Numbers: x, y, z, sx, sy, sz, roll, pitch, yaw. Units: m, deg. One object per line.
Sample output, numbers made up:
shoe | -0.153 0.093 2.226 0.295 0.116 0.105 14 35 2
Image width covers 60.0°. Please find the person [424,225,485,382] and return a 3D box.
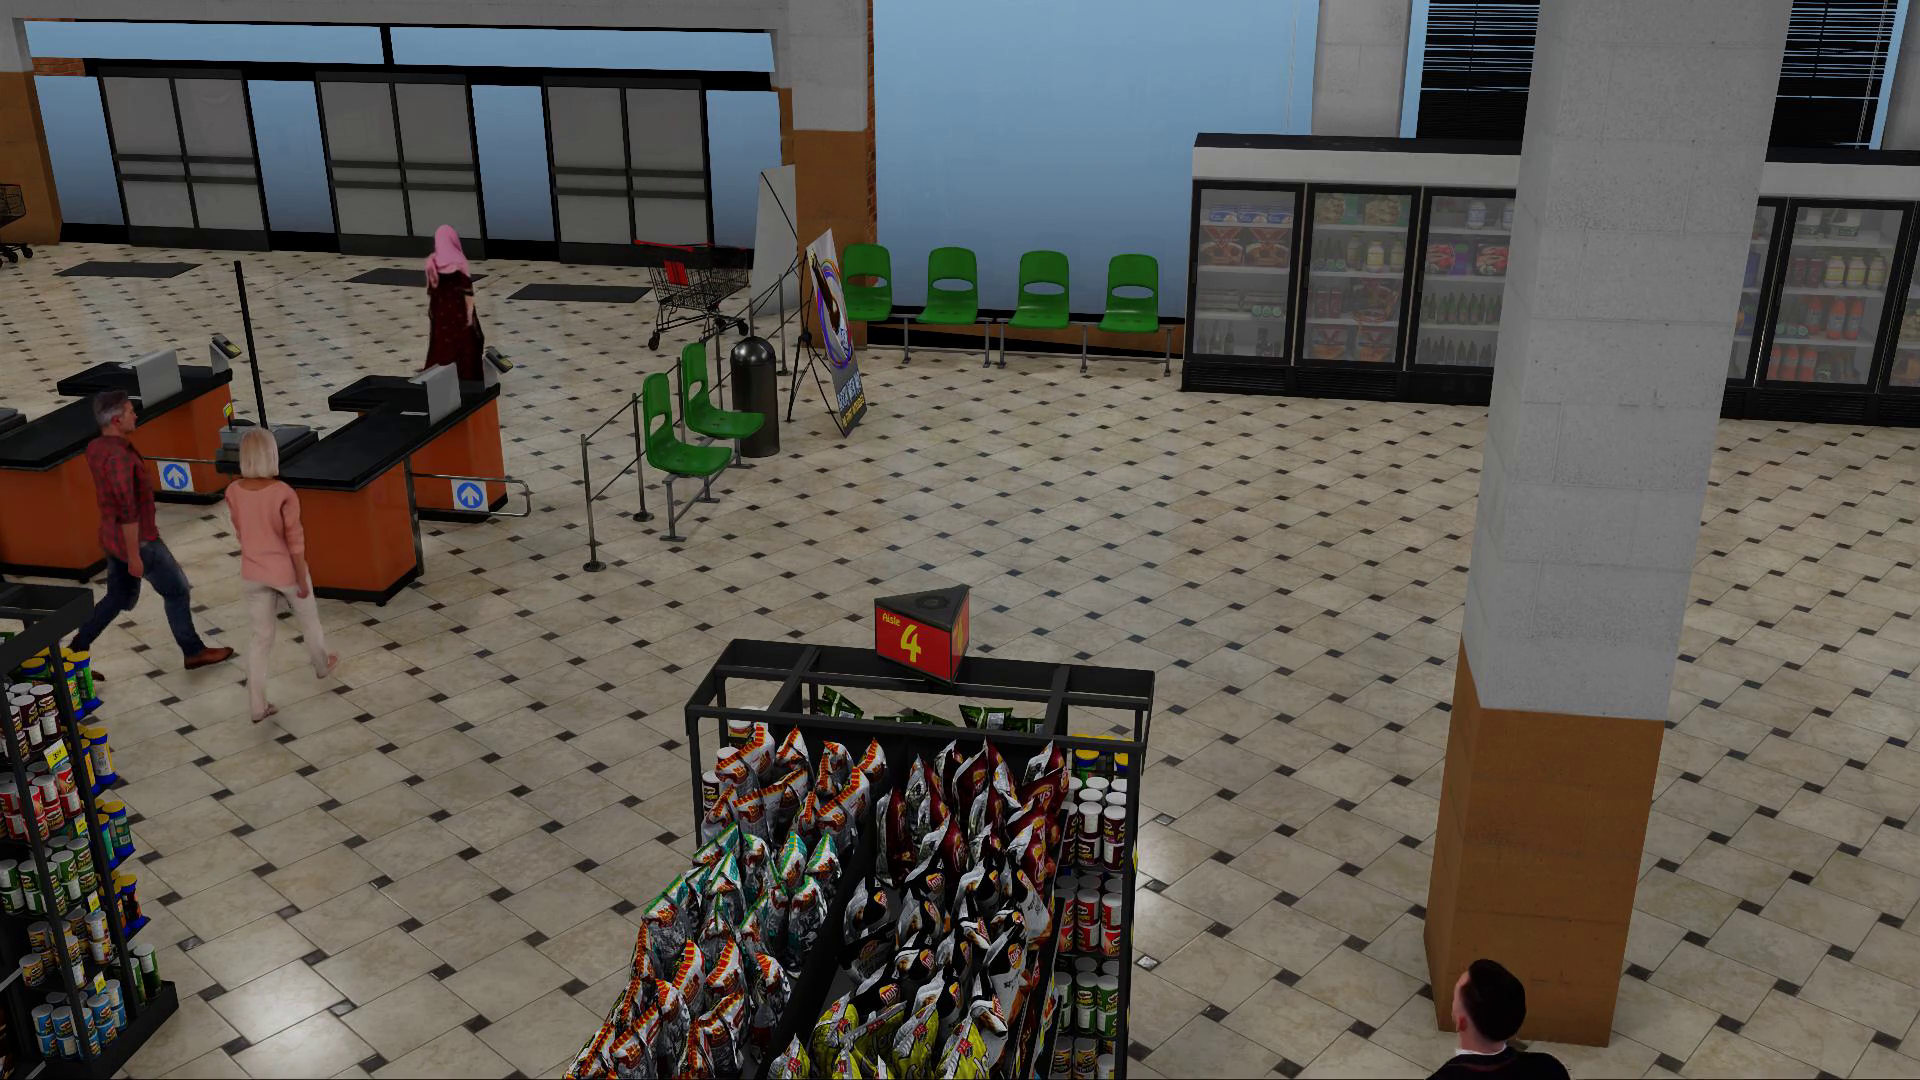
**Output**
person | -4.709 -2.065 15.306 0.652 1.622 0.884 4 22 10

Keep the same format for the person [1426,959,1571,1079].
person | 1.504 2.071 4.762 0.924 1.807 1.270 -3 22 -8

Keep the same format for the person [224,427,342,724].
person | -3.971 0.233 9.509 0.693 1.679 1.170 1 22 3

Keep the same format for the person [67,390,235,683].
person | -5.010 0.033 9.853 1.291 1.794 1.178 -18 28 -38
